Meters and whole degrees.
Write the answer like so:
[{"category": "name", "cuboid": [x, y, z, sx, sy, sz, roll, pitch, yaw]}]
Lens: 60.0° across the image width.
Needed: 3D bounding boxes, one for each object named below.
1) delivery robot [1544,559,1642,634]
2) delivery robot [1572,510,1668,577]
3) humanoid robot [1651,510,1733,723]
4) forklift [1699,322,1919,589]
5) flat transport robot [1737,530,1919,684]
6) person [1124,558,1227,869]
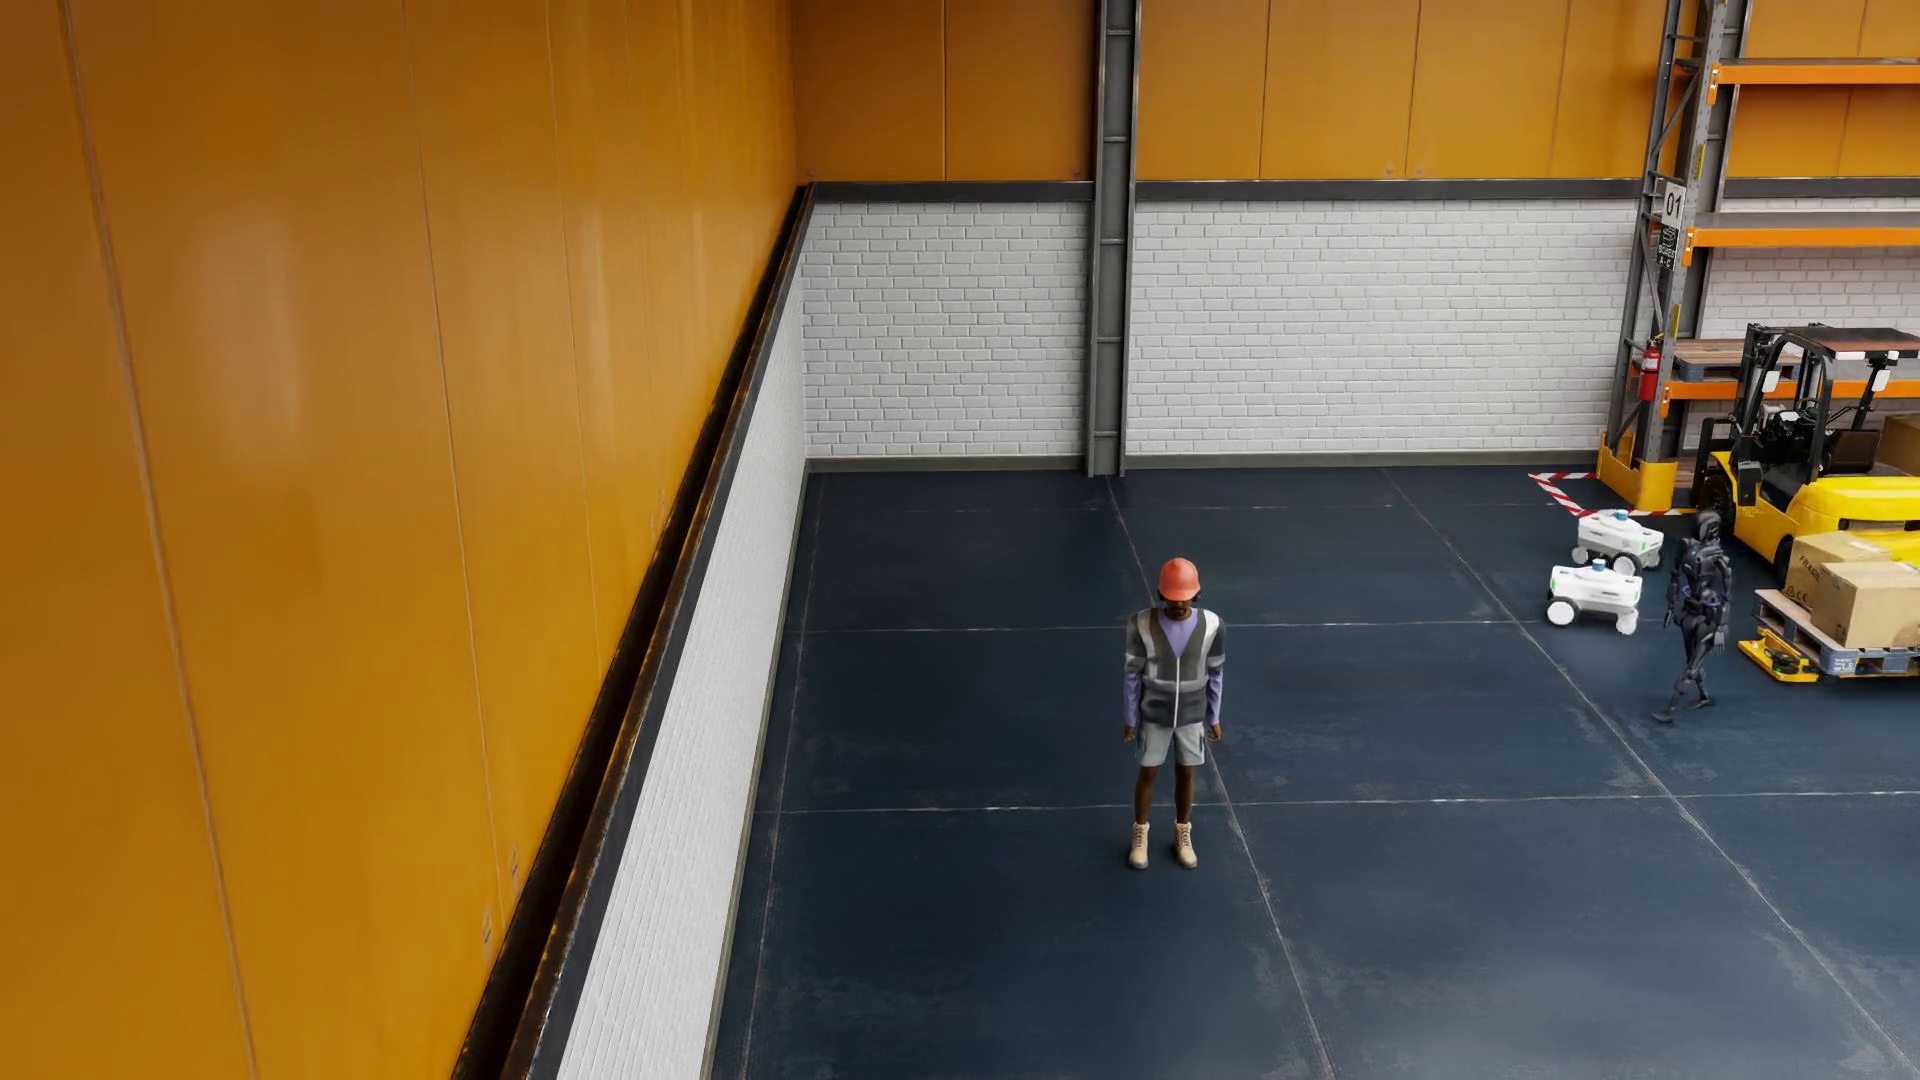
[{"category": "delivery robot", "cuboid": [5.296, 0.448, 13.912, 0.783, 0.586, 0.499, 8, 22, 22]}, {"category": "delivery robot", "cuboid": [5.984, 0.036, 15.064, 0.499, 0.610, 0.804, -15, 25, -34]}, {"category": "humanoid robot", "cuboid": [5.365, 0.546, 12.093, 0.744, 1.616, 0.589, -8, 22, -21]}, {"category": "forklift", "cuboid": [7.809, -0.792, 14.926, 1.214, 2.155, 2.313, -1, 20, -2]}, {"category": "flat transport robot", "cuboid": [7.001, 0.897, 13.120, 1.431, 0.231, 0.659, -1, 20, -3]}, {"category": "person", "cuboid": [1.298, 1.062, 10.116, 0.609, 2.042, 0.392, 0, 20, 0]}]
